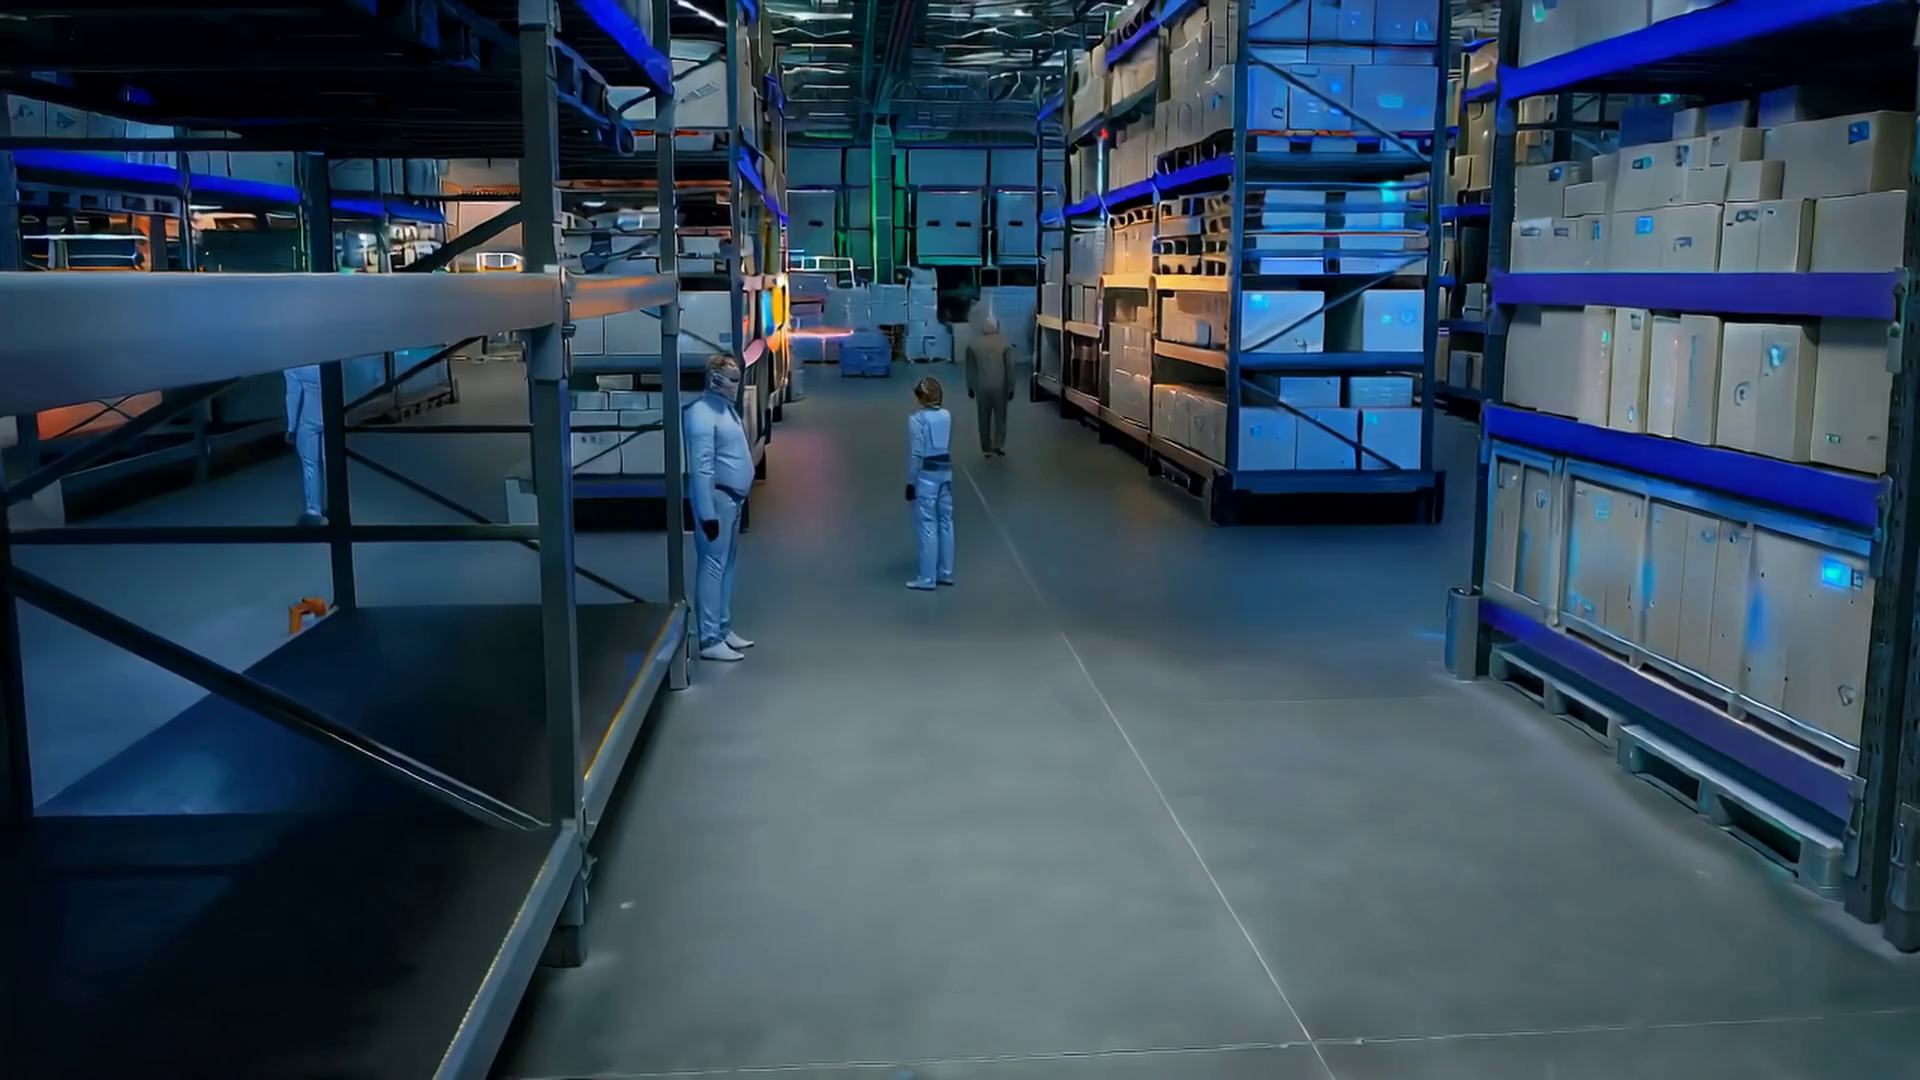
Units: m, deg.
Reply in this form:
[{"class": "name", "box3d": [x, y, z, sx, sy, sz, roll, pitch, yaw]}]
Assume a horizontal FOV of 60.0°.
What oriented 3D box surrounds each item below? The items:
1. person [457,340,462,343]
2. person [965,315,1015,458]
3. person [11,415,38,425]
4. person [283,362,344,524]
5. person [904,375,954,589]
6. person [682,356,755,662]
[{"class": "person", "box3d": [-17.089, -7.480, 56.662, 0.492, 1.740, 0.325, 8, 12, 42]}, {"class": "person", "box3d": [0.417, -2.052, 22.137, 0.680, 1.872, 0.863, 1, 9, 7]}, {"class": "person", "box3d": [-12.922, -2.087, 22.962, 0.537, 1.688, 0.389, -1, 9, -8]}, {"class": "person", "box3d": [-6.268, -1.128, 16.160, 0.372, 1.940, 0.632, 6, 11, 33]}, {"class": "person", "box3d": [-0.229, -0.442, 12.784, 0.312, 1.642, 0.512, 7, 11, 36]}, {"class": "person", "box3d": [-1.498, -0.202, 10.468, 0.410, 1.904, 0.639, 1, 9, 5]}]
